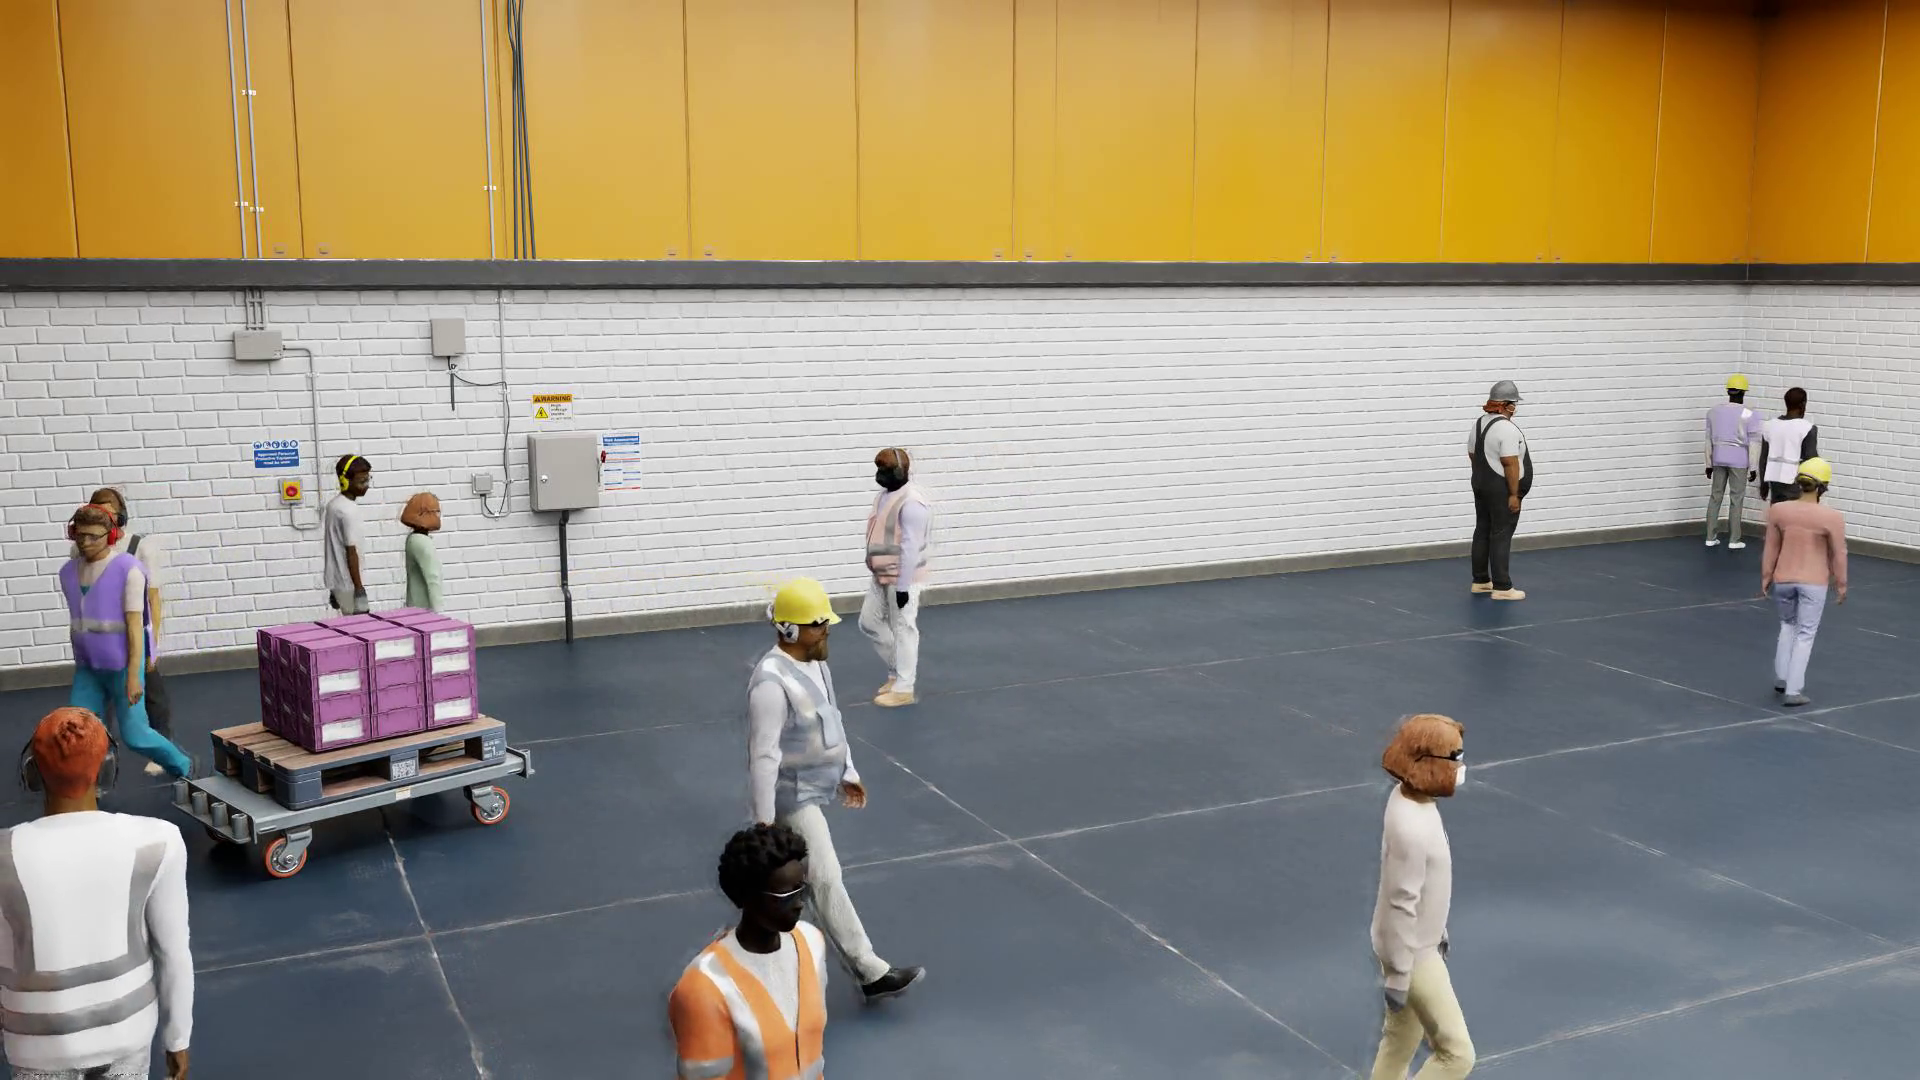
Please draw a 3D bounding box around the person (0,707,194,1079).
[{"bbox_3d":[-2.397,1.380,4.563,0.575,1.863,0.864,-7,11,-35],"label":"person"}]

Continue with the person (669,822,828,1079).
[{"bbox_3d":[-0.556,1.516,4.253,0.594,1.681,0.543,7,11,35],"label":"person"}]

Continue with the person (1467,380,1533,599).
[{"bbox_3d":[5.065,-0.477,15.531,0.536,2.000,0.677,-2,9,-13],"label":"person"}]

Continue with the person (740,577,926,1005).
[{"bbox_3d":[-0.583,1.037,6.921,0.914,1.785,0.593,2,9,9],"label":"person"}]

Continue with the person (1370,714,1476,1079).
[{"bbox_3d":[1.522,1.357,5.457,0.397,1.622,0.508,2,9,12],"label":"person"}]

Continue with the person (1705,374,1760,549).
[{"bbox_3d":[8.482,-0.859,18.293,0.391,1.919,0.582,-7,11,-37],"label":"person"}]

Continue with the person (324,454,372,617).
[{"bbox_3d":[-4.208,0.329,11.183,0.685,1.838,0.568,-4,10,-26],"label":"person"}]

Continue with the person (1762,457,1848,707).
[{"bbox_3d":[5.954,0.290,11.677,0.560,1.751,0.540,-7,11,-36],"label":"person"}]

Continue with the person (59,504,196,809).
[{"bbox_3d":[-4.584,0.685,9.017,0.575,1.810,0.835,3,10,19],"label":"person"}]

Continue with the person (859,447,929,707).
[{"bbox_3d":[-0.452,0.263,11.589,0.450,1.829,0.657,-4,10,-24],"label":"person"}]

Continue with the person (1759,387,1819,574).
[{"bbox_3d":[8.213,-0.565,16.495,0.432,1.920,0.592,-4,10,-23],"label":"person"}]

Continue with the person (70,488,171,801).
[{"bbox_3d":[-4.918,0.588,9.687,0.534,1.783,1.004,0,9,-3],"label":"person"}]

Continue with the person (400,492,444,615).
[{"bbox_3d":[-3.545,0.489,10.855,0.676,1.614,0.501,-4,10,-23],"label":"person"}]
